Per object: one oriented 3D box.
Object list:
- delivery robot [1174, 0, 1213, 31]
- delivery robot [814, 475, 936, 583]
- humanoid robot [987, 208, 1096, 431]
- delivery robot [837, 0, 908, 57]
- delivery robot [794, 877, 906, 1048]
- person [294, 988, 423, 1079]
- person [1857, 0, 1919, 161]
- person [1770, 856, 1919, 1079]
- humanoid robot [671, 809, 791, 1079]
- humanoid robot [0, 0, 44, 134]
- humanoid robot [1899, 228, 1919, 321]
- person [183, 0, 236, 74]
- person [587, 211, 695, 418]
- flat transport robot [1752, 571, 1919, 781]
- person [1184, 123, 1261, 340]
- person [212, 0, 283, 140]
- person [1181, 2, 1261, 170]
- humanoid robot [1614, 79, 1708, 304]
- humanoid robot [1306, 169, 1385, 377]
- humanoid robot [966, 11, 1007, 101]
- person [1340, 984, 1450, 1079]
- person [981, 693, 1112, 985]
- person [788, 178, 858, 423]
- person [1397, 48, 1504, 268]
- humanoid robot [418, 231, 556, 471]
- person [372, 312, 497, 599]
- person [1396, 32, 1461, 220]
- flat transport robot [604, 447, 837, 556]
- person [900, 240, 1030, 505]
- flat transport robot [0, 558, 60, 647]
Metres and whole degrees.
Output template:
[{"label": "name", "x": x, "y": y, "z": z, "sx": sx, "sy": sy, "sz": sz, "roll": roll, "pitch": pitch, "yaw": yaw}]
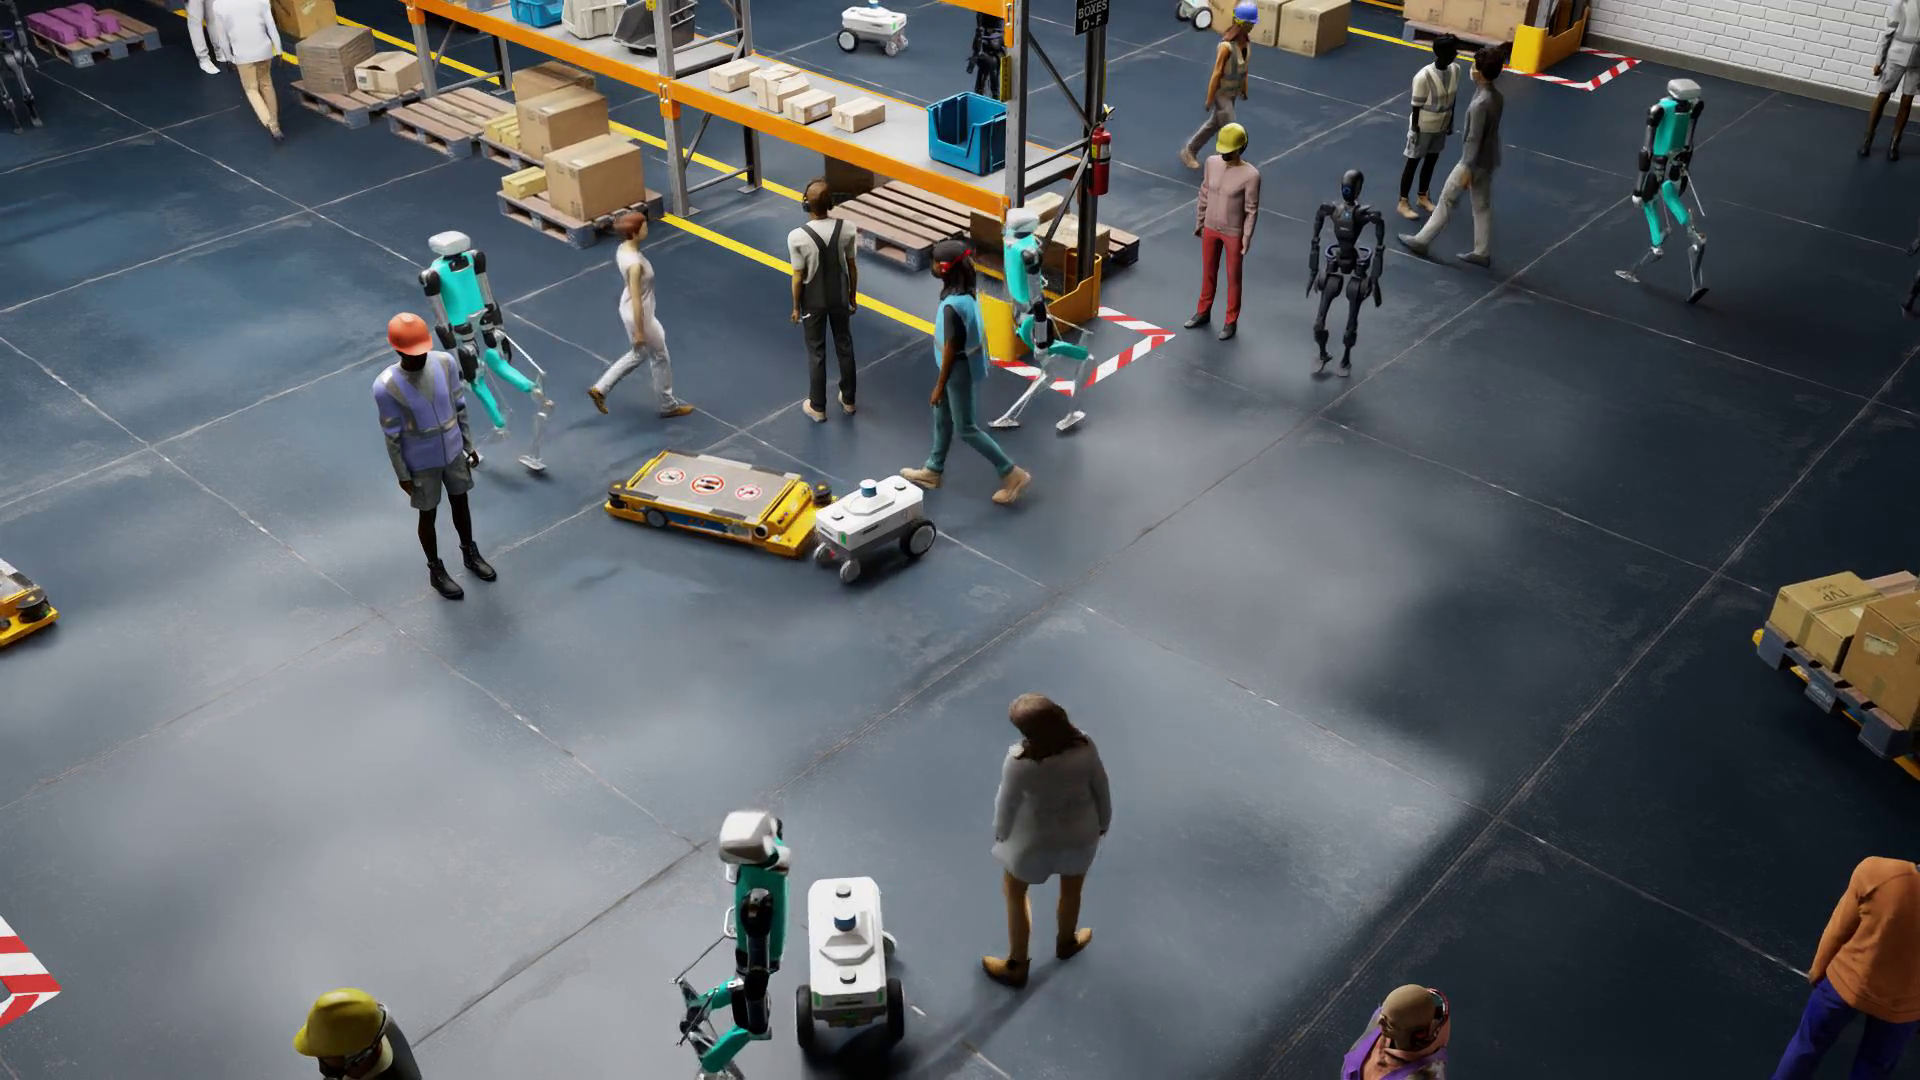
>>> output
[{"label": "delivery robot", "x": 2.973, "y": -6.414, "z": 19.868, "sx": 0.785, "sy": 0.614, "sz": 0.525, "roll": -14, "pitch": 37, "yaw": -19}, {"label": "delivery robot", "x": -0.562, "y": -0.116, "z": 10.741, "sx": 0.805, "sy": 0.612, "sz": 0.499, "roll": -27, "pitch": 43, "yaw": -33}, {"label": "humanoid robot", "x": 0.668, "y": -1.530, "z": 11.755, "sx": 0.915, "sy": 1.770, "sz": 0.539, "roll": -12, "pitch": 36, "yaw": -17}, {"label": "delivery robot", "x": -1.002, "y": -5.880, "z": 19.087, "sx": 0.807, "sy": 0.606, "sz": 0.499, "roll": 14, "pitch": 37, "yaw": 20}, {"label": "delivery robot", "x": -0.520, "y": 1.937, "z": 7.733, "sx": 0.511, "sy": 0.573, "sz": 0.738, "roll": -3, "pitch": 35, "yaw": -5}, {"label": "person", "x": -2.101, "y": 2.291, "z": 6.113, "sx": 0.403, "sy": 1.834, "sz": 0.588, "roll": -18, "pitch": 38, "yaw": -24}, {"label": "person", "x": 9.152, "y": -4.634, "z": 16.071, "sx": 0.546, "sy": 1.926, "sz": 0.388, "roll": 14, "pitch": 37, "yaw": 19}, {"label": "person", "x": 3.720, "y": 1.797, "z": 6.716, "sx": 0.515, "sy": 1.972, "sz": 0.404, "roll": 21, "pitch": 40, "yaw": 28}, {"label": "humanoid robot", "x": -0.996, "y": 1.820, "z": 6.873, "sx": 0.669, "sy": 1.788, "sz": 0.538, "roll": 0, "pitch": 35, "yaw": 0}, {"label": "humanoid robot", "x": -9.620, "y": -4.883, "z": 16.644, "sx": 0.612, "sy": 1.643, "sz": 0.335, "roll": -15, "pitch": 37, "yaw": -21}, {"label": "humanoid robot", "x": 7.823, "y": -2.376, "z": 13.049, "sx": 0.611, "sy": 1.617, "sz": 0.775, "roll": 6, "pitch": 35, "yaw": 8}, {"label": "person", "x": -8.334, "y": -6.121, "z": 18.242, "sx": 0.405, "sy": 1.904, "sz": 0.639, "roll": 13, "pitch": 37, "yaw": 18}, {"label": "person", "x": -2.343, "y": -1.577, "z": 11.884, "sx": 0.692, "sy": 1.633, "sz": 0.449, "roll": -13, "pitch": 37, "yaw": -18}, {"label": "flat transport robot", "x": 5.334, "y": 0.866, "z": 9.555, "sx": 0.659, "sy": 0.231, "sz": 1.431, "roll": -11, "pitch": 36, "yaw": -16}, {"label": "person", "x": 2.062, "y": -2.418, "z": 13.002, "sx": 0.522, "sy": 1.760, "sz": 0.320, "roll": 26, "pitch": 42, "yaw": 33}, {"label": "person", "x": -7.023, "y": -4.850, "z": 16.551, "sx": 0.572, "sy": 1.727, "sz": 0.668, "roll": -27, "pitch": 43, "yaw": -33}, {"label": "person", "x": 2.461, "y": -4.218, "z": 15.635, "sx": 0.909, "sy": 1.728, "sz": 0.513, "roll": 24, "pitch": 41, "yaw": 30}, {"label": "humanoid robot", "x": 5.930, "y": -2.780, "z": 13.561, "sx": 0.543, "sy": 1.777, "sz": 0.935, "roll": -15, "pitch": 37, "yaw": -20}, {"label": "humanoid robot", "x": 2.895, "y": -1.985, "z": 12.448, "sx": 0.588, "sy": 1.646, "sz": 0.374, "roll": 15, "pitch": 37, "yaw": 20}, {"label": "humanoid robot", "x": 0.281, "y": -4.933, "z": 16.721, "sx": 0.390, "sy": 1.649, "sz": 0.590, "roll": 16, "pitch": 38, "yaw": 22}, {"label": "person", "x": 1.594, "y": 2.270, "z": 6.266, "sx": 0.349, "sy": 1.693, "sz": 0.492, "roll": -8, "pitch": 35, "yaw": -12}, {"label": "person", "x": 0.392, "y": 1.365, "z": 7.622, "sx": 0.612, "sy": 1.641, "sz": 0.403, "roll": -4, "pitch": 35, "yaw": -5}, {"label": "person", "x": -0.971, "y": -1.707, "z": 11.897, "sx": 0.505, "sy": 1.846, "sz": 0.346, "roll": -15, "pitch": 37, "yaw": -20}, {"label": "person", "x": 4.272, "y": -3.253, "z": 14.125, "sx": 0.885, "sy": 1.858, "sz": 0.559, "roll": 25, "pitch": 42, "yaw": 32}, {"label": "humanoid robot", "x": -3.118, "y": -1.196, "z": 11.264, "sx": 0.979, "sy": 1.731, "sz": 0.557, "roll": 18, "pitch": 39, "yaw": 24}, {"label": "person", "x": -3.186, "y": -0.517, "z": 10.102, "sx": 0.382, "sy": 1.931, "sz": 0.540, "roll": 28, "pitch": 44, "yaw": 35}, {"label": "person", "x": 4.229, "y": -3.724, "z": 14.951, "sx": 0.532, "sy": 1.692, "sz": 0.320, "roll": -20, "pitch": 39, "yaw": -26}, {"label": "flat transport robot", "x": -1.614, "y": -0.271, "z": 11.204, "sx": 1.431, "sy": 0.231, "sz": 0.659, "roll": 12, "pitch": 36, "yaw": 17}, {"label": "person", "x": 0.051, "y": -1.094, "z": 11.032, "sx": 0.868, "sy": 1.846, "sz": 0.552, "roll": 4, "pitch": 35, "yaw": 6}, {"label": "flat transport robot", "x": -6.296, "y": 0.318, "z": 10.350, "sx": 1.431, "sy": 0.231, "sz": 0.659, "roll": 24, "pitch": 41, "yaw": 31}]
